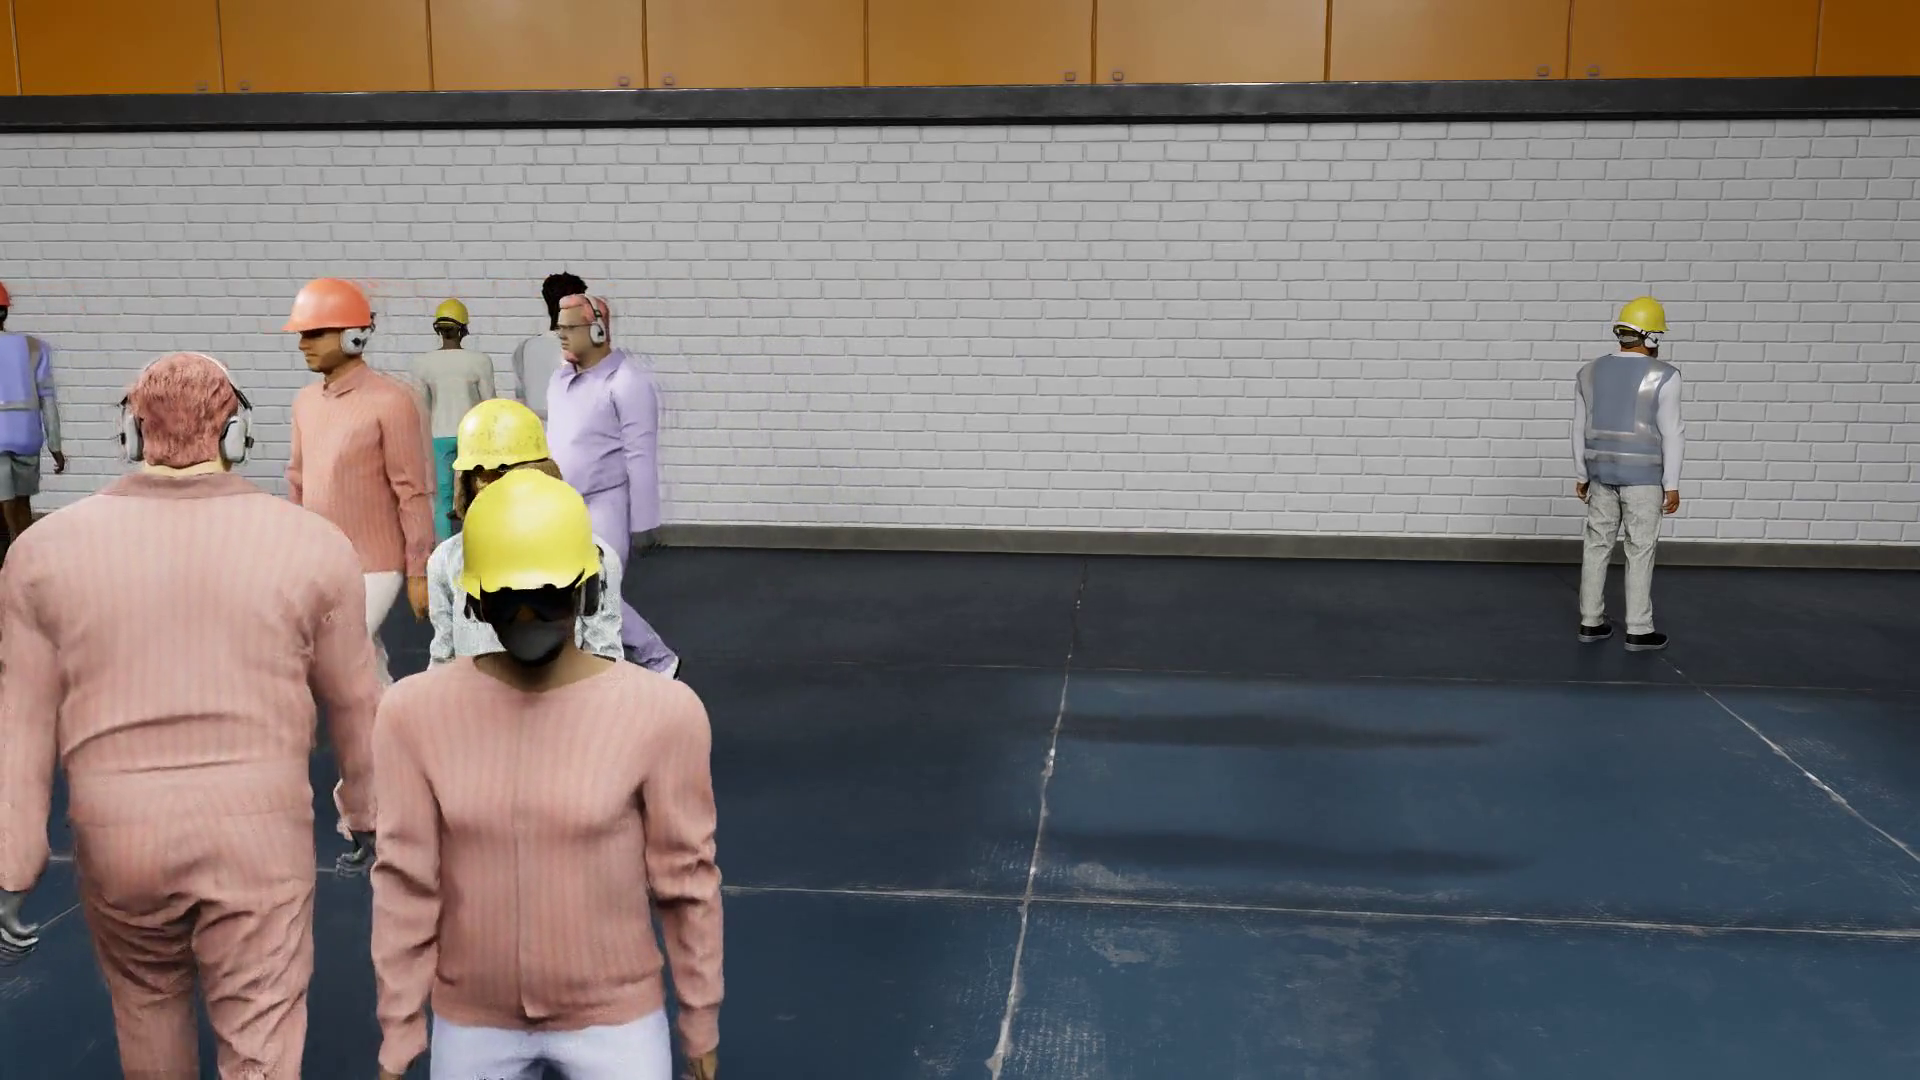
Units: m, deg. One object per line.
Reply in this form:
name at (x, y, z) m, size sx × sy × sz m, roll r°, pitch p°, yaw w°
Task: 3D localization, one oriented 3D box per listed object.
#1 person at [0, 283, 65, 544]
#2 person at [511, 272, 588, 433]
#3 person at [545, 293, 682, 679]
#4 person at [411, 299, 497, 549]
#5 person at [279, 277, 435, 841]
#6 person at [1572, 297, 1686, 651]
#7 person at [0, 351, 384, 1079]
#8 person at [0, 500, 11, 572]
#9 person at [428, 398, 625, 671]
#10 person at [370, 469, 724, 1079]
person at (-5.665, -0.575, 9.779) m, size 0.859 × 1.904 × 0.577 m, roll 9°, pitch 13°, yaw 41°
person at (-2.139, -0.462, 8.997) m, size 0.607 × 1.958 × 0.373 m, roll 6°, pitch 11°, yaw 30°
person at (-1.575, -0.127, 7.275) m, size 0.465 × 1.888 × 0.649 m, roll -9°, pitch 13°, yaw -42°
person at (-3.181, -0.636, 10.540) m, size 0.524 × 1.769 × 0.313 m, roll -1°, pitch 10°, yaw -6°
person at (-2.152, 0.083, 5.812) m, size 0.634 × 1.972 × 0.516 m, roll 8°, pitch 13°, yaw 39°
person at (3.492, -0.344, 8.679) m, size 0.404 × 1.830 × 0.599 m, roll -8°, pitch 12°, yaw -37°
person at (-1.526, 0.564, 3.362) m, size 0.704 × 1.871 × 0.822 m, roll -3°, pitch 10°, yaw -18°
person at (-5.275, -0.350, 8.611) m, size 0.608 × 1.876 × 0.988 m, roll 4°, pitch 11°, yaw 20°
person at (-1.031, 0.530, 3.958) m, size 0.486 × 1.736 × 0.313 m, roll 2°, pitch 10°, yaw 9°
person at (-0.635, 0.754, 2.612) m, size 0.531 × 1.754 × 0.355 m, roll 0°, pitch 10°, yaw 0°
